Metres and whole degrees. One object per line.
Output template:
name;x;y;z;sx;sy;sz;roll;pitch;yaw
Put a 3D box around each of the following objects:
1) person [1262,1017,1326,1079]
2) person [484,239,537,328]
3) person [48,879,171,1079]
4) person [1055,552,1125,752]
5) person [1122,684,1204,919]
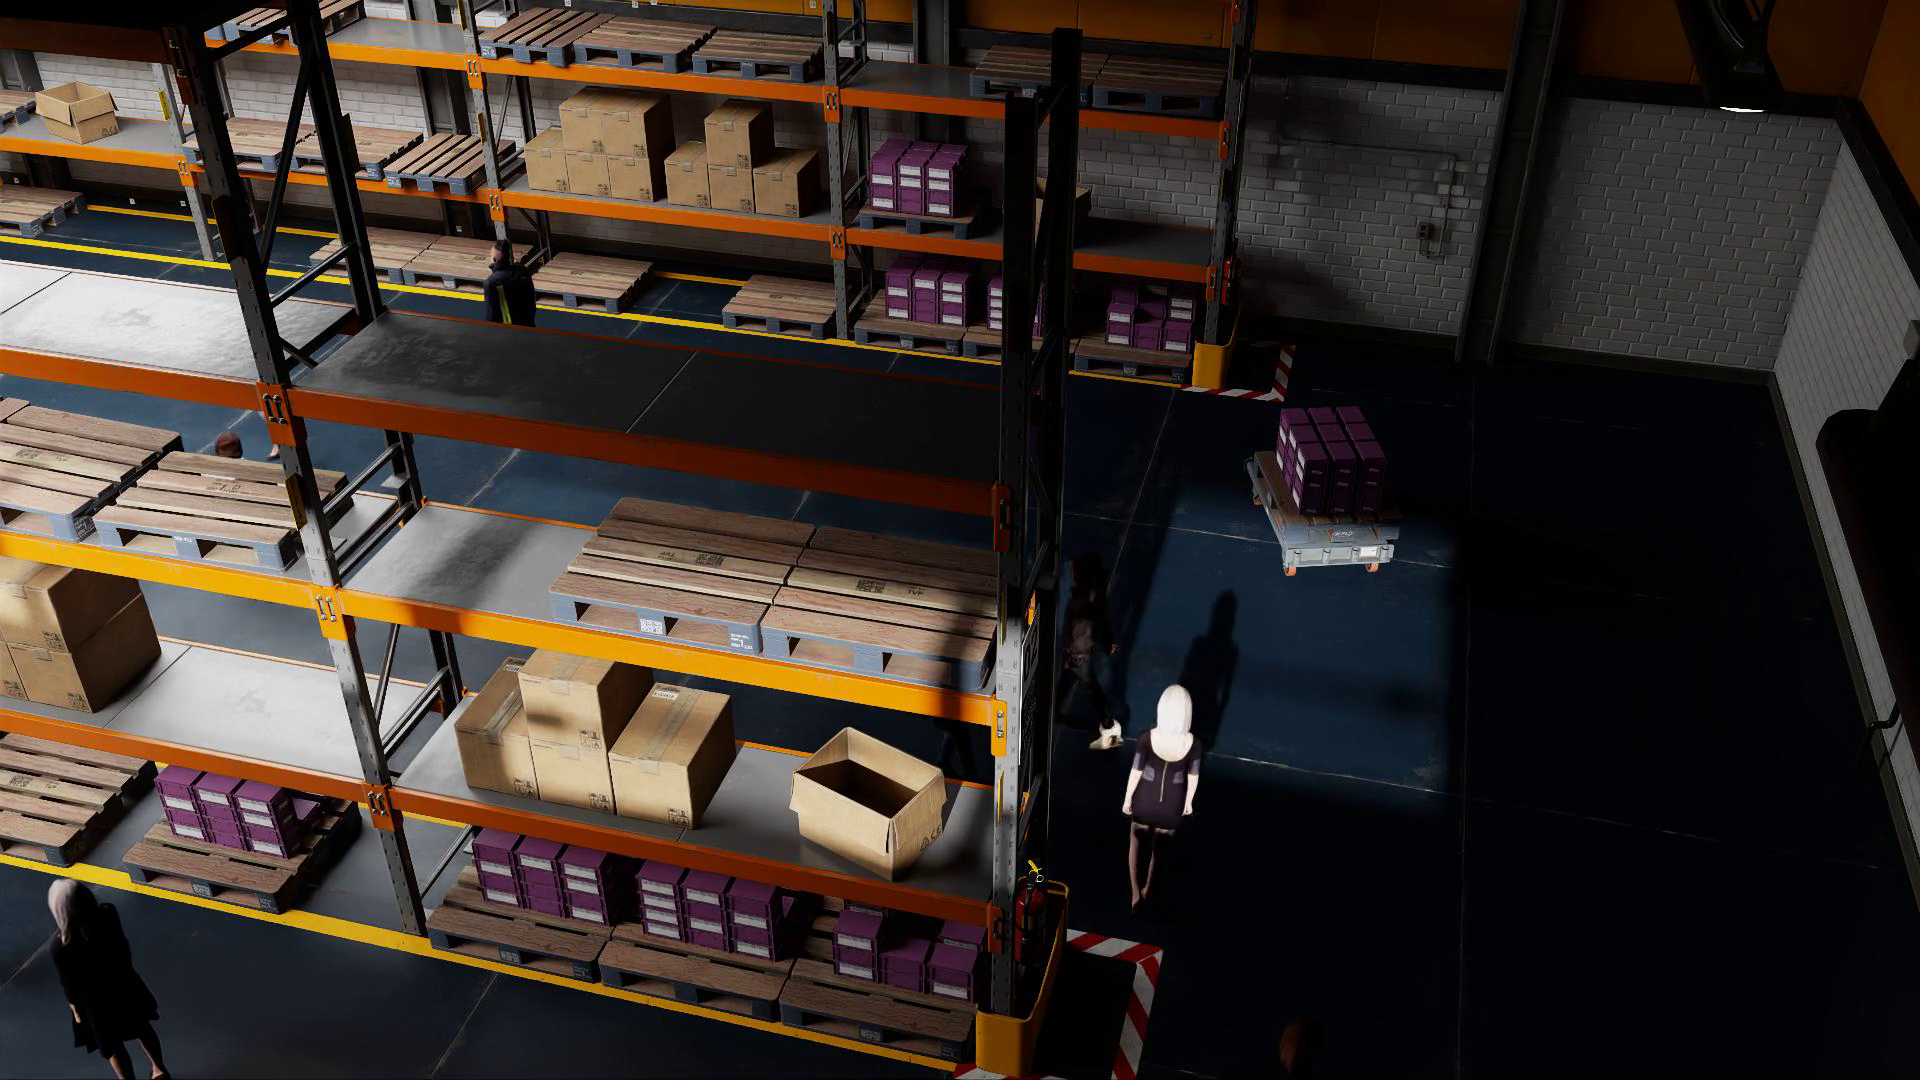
person;1.578;3.152;8.696;1.194;1.641;0.875;-1;34;-2
person;-4.422;-2.115;16.421;0.835;1.861;0.857;22;40;30
person;-4.845;2.582;9.462;0.627;1.743;0.648;16;37;22
person;0.749;0.753;12.281;0.642;1.668;1.097;9;35;13
person;1.282;1.757;10.641;0.752;1.812;0.755;1;34;1
